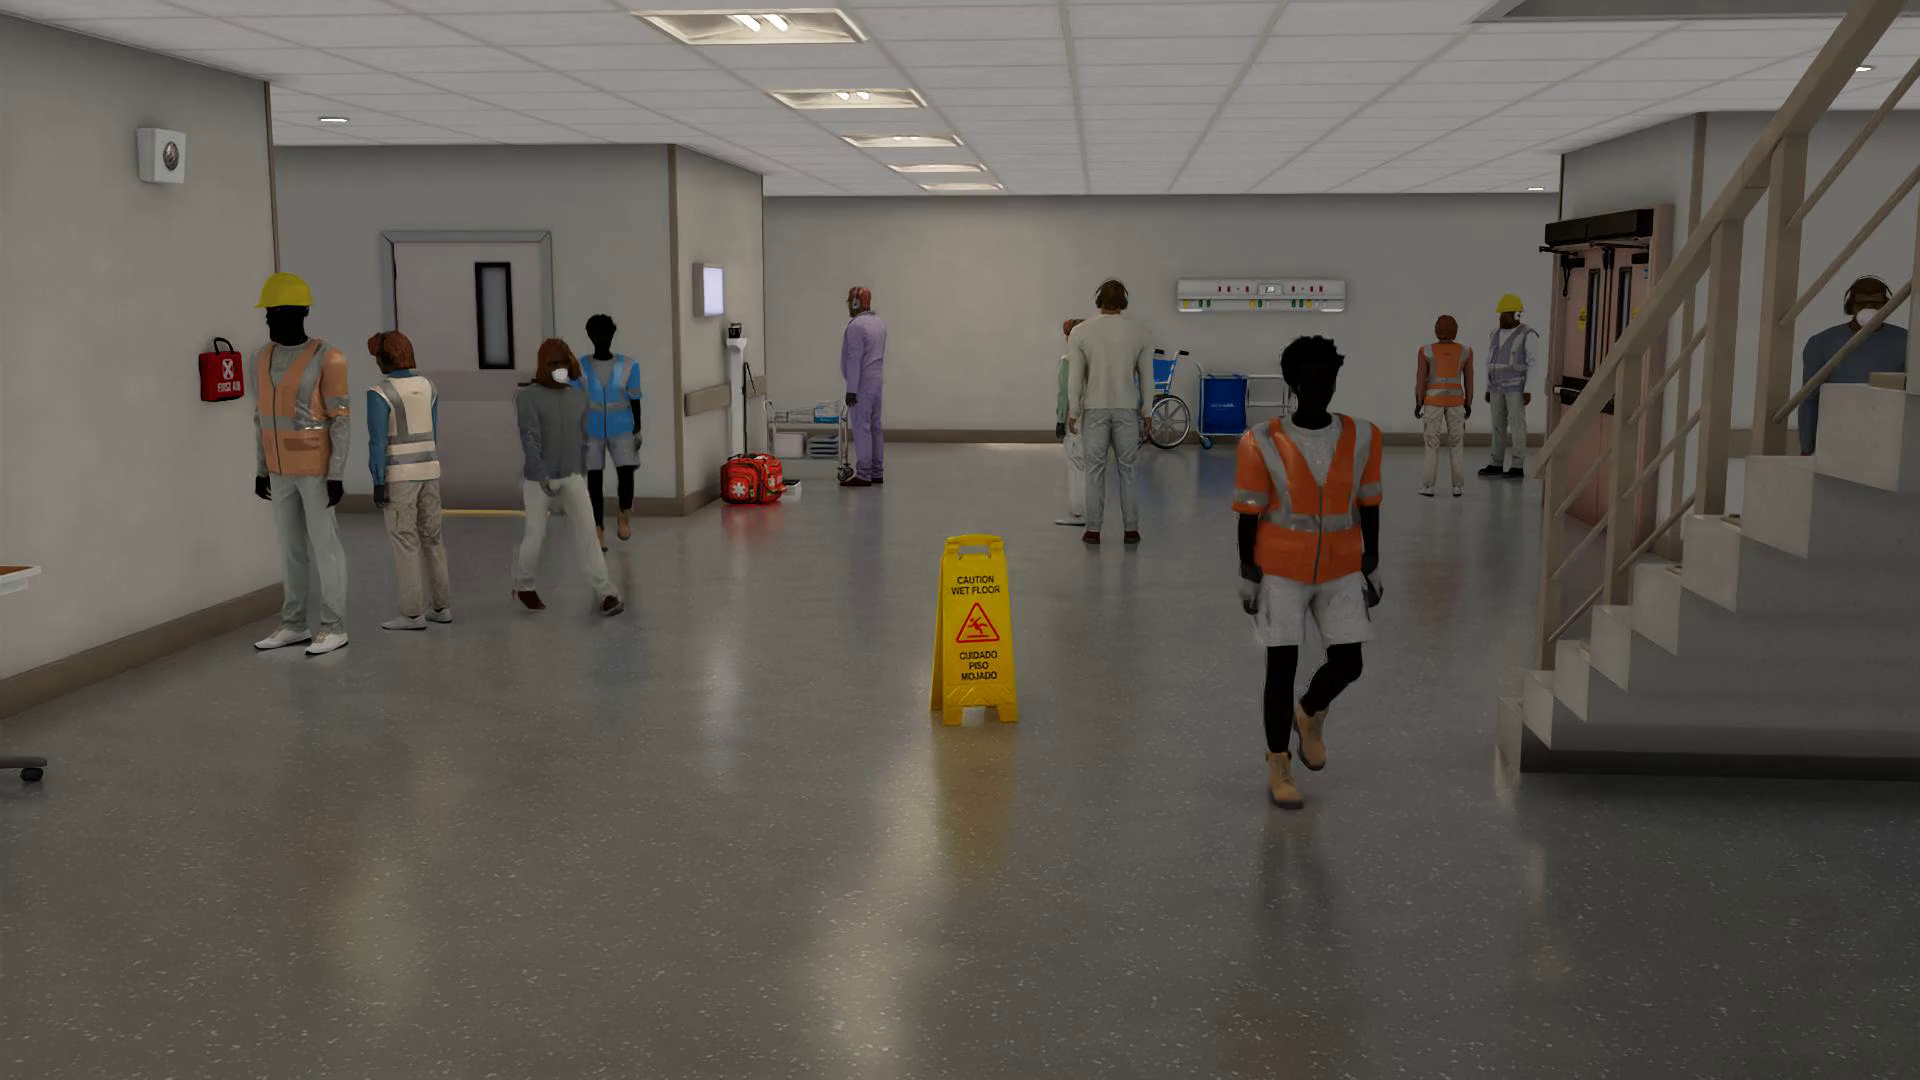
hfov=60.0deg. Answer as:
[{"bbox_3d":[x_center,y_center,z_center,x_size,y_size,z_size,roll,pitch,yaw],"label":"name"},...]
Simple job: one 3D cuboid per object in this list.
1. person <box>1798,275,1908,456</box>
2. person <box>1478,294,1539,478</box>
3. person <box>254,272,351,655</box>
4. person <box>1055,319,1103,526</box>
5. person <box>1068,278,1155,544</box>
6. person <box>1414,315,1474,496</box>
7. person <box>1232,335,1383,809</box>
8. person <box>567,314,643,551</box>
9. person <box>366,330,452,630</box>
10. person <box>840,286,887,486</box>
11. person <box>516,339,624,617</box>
[{"bbox_3d":[5.156,-0.544,9.559,0.634,1.930,0.384,4,9,23],"label":"person"},{"bbox_3d":[5.455,-1.528,16.567,0.404,1.827,0.600,-4,9,-28],"label":"person"},{"bbox_3d":[-3.352,-0.381,8.435,0.585,1.929,0.375,4,9,25],"label":"person"},{"bbox_3d":[0.954,-0.930,13.174,0.314,1.632,0.517,7,11,40],"label":"person"},{"bbox_3d":[1.099,-0.932,12.144,0.635,1.937,0.354,0,8,0],"label":"person"},{"bbox_3d":[4.368,-1.206,15.025,0.523,1.638,0.310,1,8,4],"label":"person"},{"bbox_3d":[1.228,0.109,5.933,0.556,1.676,0.441,0,8,-3],"label":"person"},{"bbox_3d":[-2.519,-0.757,11.800,0.536,1.687,0.380,-2,9,-12],"label":"person"},{"bbox_3d":[-3.012,-0.320,9.052,0.323,1.630,0.503,3,9,22],"label":"person"},{"bbox_3d":[-0.941,-1.461,15.886,0.399,1.904,0.651,3,9,20],"label":"person"},{"bbox_3d":[-2.256,-0.342,9.393,0.492,1.570,0.915,-7,11,-41],"label":"person"}]
